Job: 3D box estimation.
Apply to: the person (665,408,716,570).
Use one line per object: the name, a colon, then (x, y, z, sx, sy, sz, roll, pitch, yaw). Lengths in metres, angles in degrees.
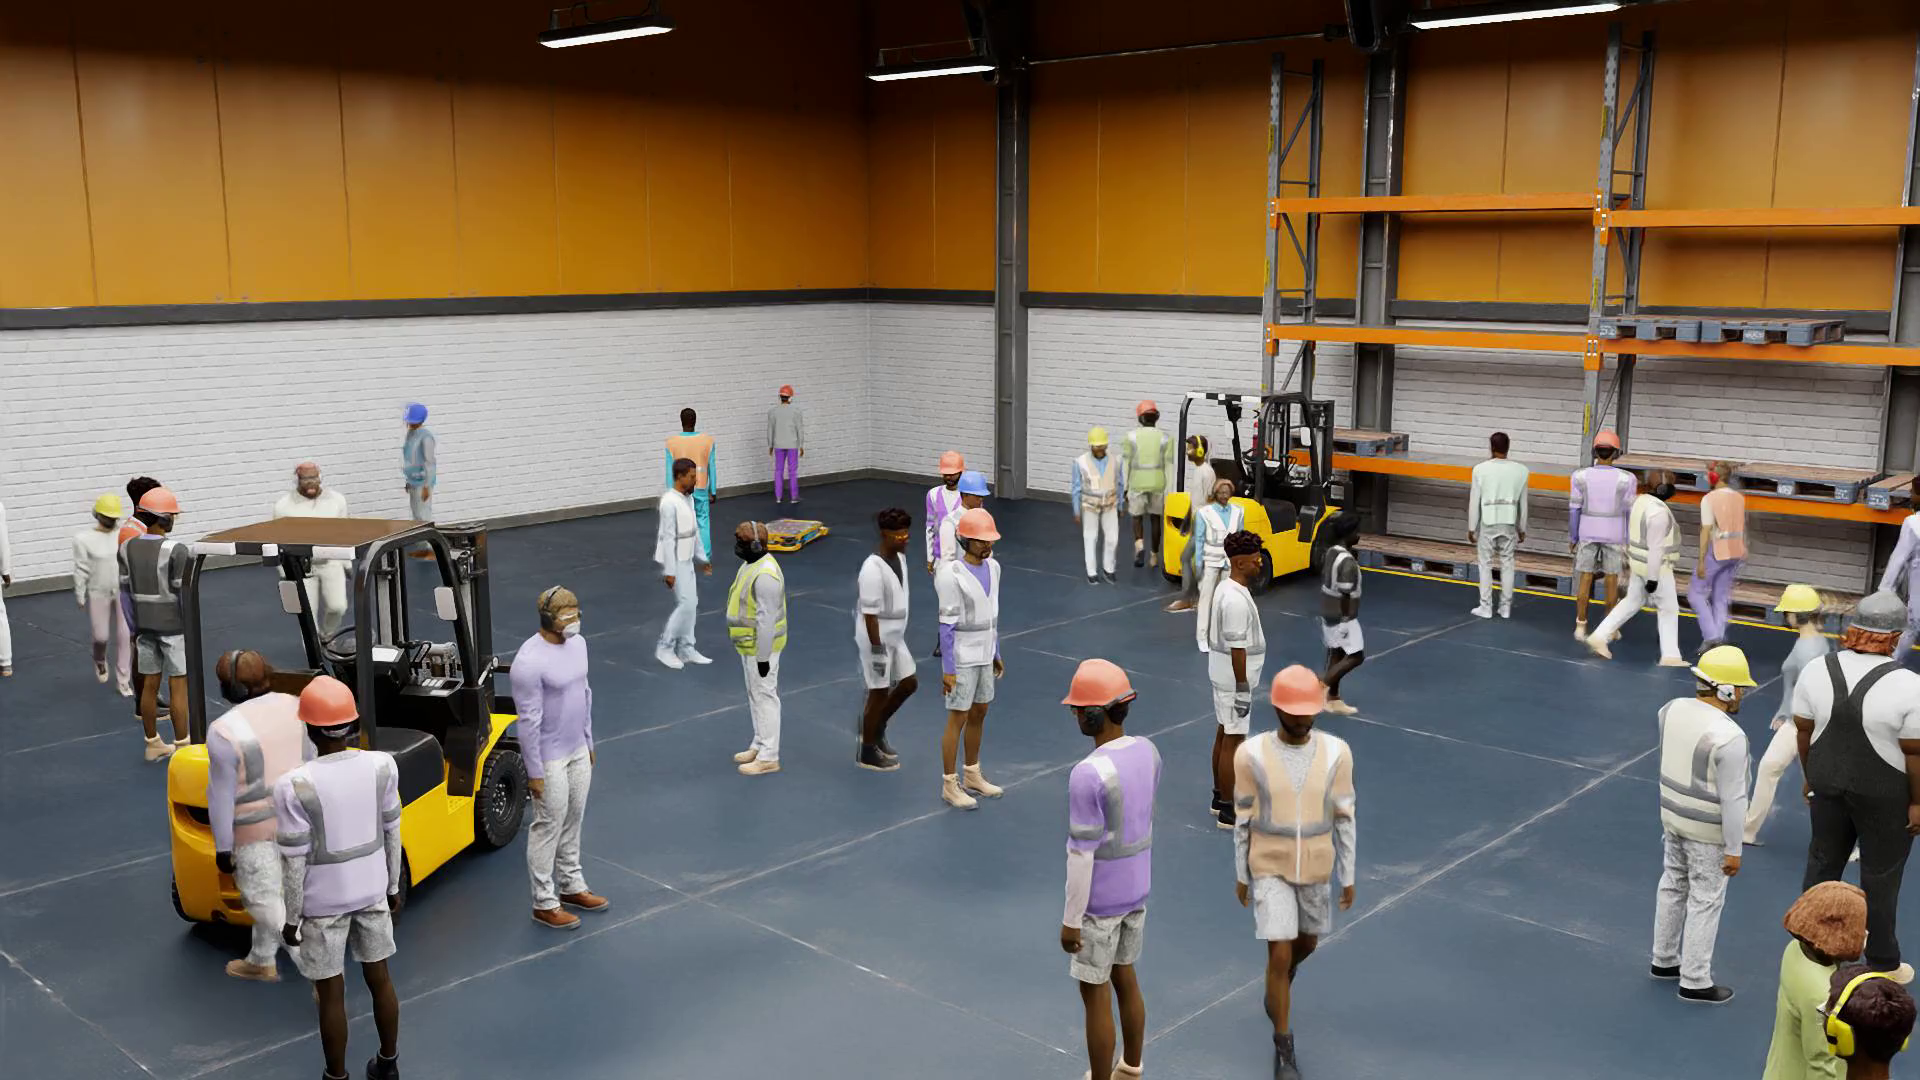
person: (-3.143, -0.587, 19.468, 0.587, 1.911, 0.397, -2, 10, -14)

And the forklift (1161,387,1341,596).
forklift: (3.298, -0.608, 18.767, 1.214, 2.155, 2.313, 9, 13, 42)

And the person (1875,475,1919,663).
person: (8.030, 0.373, 14.076, 0.617, 1.871, 0.965, -5, 11, -28)

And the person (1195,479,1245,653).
person: (2.429, 0.238, 15.556, 0.518, 1.636, 0.315, -4, 11, -20)

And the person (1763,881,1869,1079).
person: (2.942, 1.959, 5.775, 0.271, 1.627, 0.501, 3, 10, 16)

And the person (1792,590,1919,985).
person: (4.689, 1.257, 8.589, 0.536, 2.000, 0.672, -6, 12, -32)

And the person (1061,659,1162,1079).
person: (0.614, 1.512, 7.176, 0.411, 2.032, 0.611, 7, 12, 35)

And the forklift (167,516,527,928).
forklift: (-3.583, 0.976, 9.748, 1.214, 2.155, 2.313, 2, 10, 11)

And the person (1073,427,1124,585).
person: (1.548, -0.371, 18.536, 0.605, 1.803, 0.497, -2, 10, -10)

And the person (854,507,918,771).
person: (-0.527, 0.711, 11.978, 0.462, 1.939, 0.686, 3, 11, 19)

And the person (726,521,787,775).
person: (-1.461, 0.767, 11.978, 0.429, 1.838, 0.632, -3, 10, -15)

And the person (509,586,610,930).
person: (-2.237, 1.199, 9.253, 0.385, 1.929, 0.635, 3, 10, 18)

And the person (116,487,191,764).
person: (-5.802, 0.630, 12.157, 0.615, 2.038, 0.395, 3, 10, 17)

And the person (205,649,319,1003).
person: (-3.430, 1.425, 8.307, 0.825, 1.808, 0.627, 4, 11, 22)

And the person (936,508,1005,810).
person: (0.106, 0.790, 11.242, 0.393, 2.041, 0.614, 7, 12, 36)

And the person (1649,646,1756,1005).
person: (3.719, 1.417, 8.317, 0.403, 1.819, 0.601, -2, 10, -11)

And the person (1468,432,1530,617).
person: (5.510, -0.151, 17.016, 0.605, 1.898, 0.442, 0, 10, 0)

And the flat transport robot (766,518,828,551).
flat transport robot: (-2.211, -0.078, 21.226, 0.652, 0.197, 1.431, 2, 10, 13)

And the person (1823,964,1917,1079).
person: (2.409, 2.062, 4.529, 0.511, 1.862, 0.324, -2, 10, -10)

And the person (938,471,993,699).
person: (0.068, 0.382, 13.869, 0.417, 1.939, 0.614, 8, 13, 38)

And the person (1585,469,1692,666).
person: (6.178, 0.251, 15.057, 0.894, 1.828, 0.635, 1, 10, 3)

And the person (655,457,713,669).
person: (-2.501, 0.201, 15.002, 0.484, 1.903, 0.609, 0, 10, 1)

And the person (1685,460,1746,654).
person: (6.993, 0.179, 15.358, 0.592, 1.818, 0.455, -5, 11, -26)

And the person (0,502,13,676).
person: (-8.601, 0.295, 14.520, 0.356, 1.881, 0.575, 9, 13, 41)

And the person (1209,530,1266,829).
person: (1.806, 0.899, 10.840, 0.367, 1.966, 0.607, 0, 10, 1)

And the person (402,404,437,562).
person: (-6.506, -0.691, 20.068, 0.381, 1.910, 0.673, -7, 12, -36)

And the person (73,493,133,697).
person: (-7.188, 0.445, 14.070, 0.536, 1.745, 0.521, -7, 12, -34)

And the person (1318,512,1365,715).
person: (3.036, 0.604, 13.307, 0.398, 1.684, 0.545, -1, 10, -4)

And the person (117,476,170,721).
person: (-6.519, 0.459, 13.349, 0.368, 1.961, 0.613, -2, 10, -13)

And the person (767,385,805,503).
person: (-2.566, -1.426, 24.684, 0.571, 1.749, 0.341, 3, 10, 15)

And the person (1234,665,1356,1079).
person: (1.536, 1.478, 7.731, 0.555, 1.908, 0.893, 0, 10, 0)

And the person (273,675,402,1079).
person: (-2.704, 1.539, 7.265, 0.350, 1.942, 0.545, 9, 14, 43)

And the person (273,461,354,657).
person: (-5.743, 0.233, 14.822, 0.672, 1.894, 0.423, -6, 12, -32)

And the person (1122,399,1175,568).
person: (2.200, -0.635, 19.428, 0.621, 2.019, 0.615, 1, 10, 5)

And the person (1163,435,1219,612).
person: (2.401, -0.167, 17.275, 0.794, 1.839, 0.510, 0, 10, 0)

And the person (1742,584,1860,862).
person: (5.288, 1.125, 10.292, 0.963, 1.707, 0.498, 9, 13, 41)

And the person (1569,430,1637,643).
person: (6.146, -0.035, 15.940, 0.608, 2.043, 0.374, 5, 11, 27)

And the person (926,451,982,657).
person: (-0.064, 0.135, 15.299, 0.544, 1.930, 0.389, 3, 10, 18)
